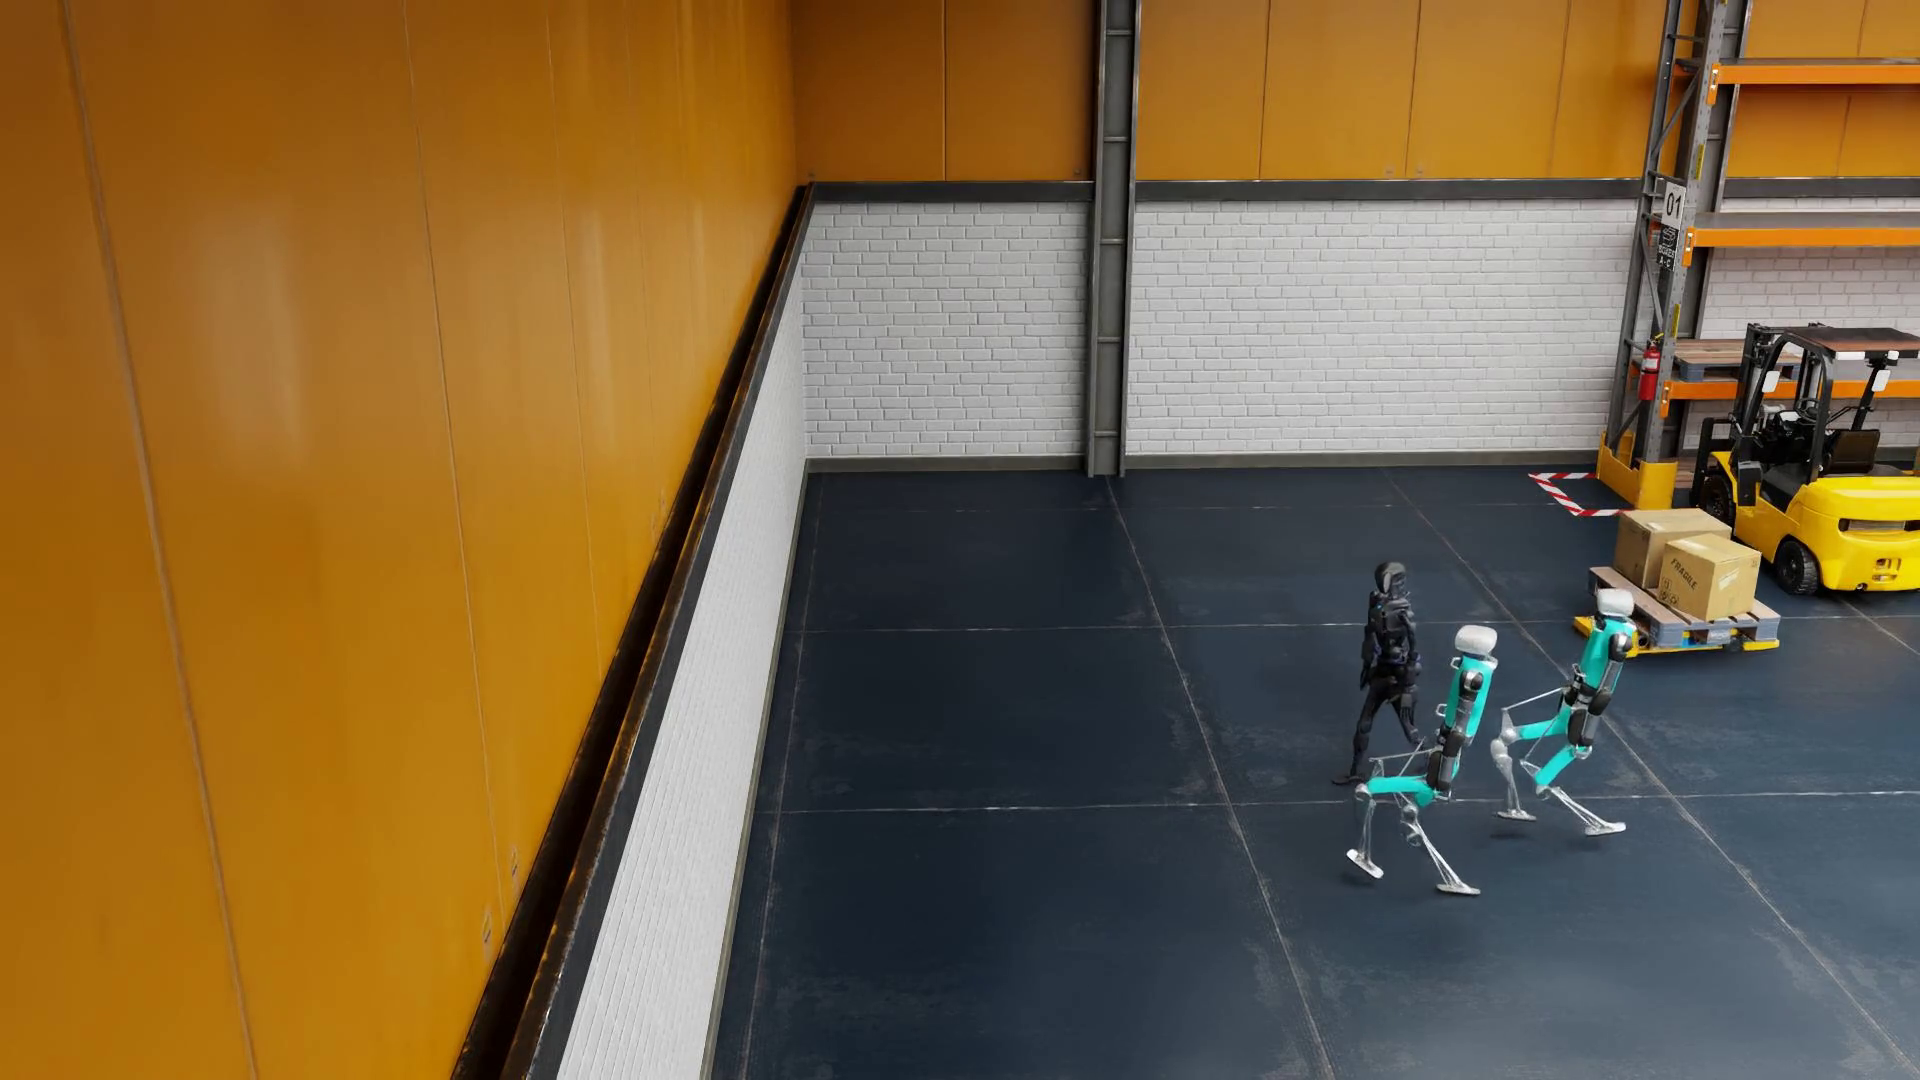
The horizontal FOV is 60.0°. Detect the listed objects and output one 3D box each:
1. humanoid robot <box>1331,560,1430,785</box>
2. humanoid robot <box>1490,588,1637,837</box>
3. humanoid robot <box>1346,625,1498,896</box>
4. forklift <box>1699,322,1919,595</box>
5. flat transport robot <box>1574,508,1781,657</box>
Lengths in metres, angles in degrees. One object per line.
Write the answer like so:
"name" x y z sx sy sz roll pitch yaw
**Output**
"humanoid robot" 2.952 0.902 11.176 0.796 1.642 0.598 -7 22 -19
"humanoid robot" 3.732 1.118 10.414 1.029 1.732 0.540 3 20 9
"humanoid robot" 2.695 1.309 9.952 0.999 1.768 0.559 8 22 21
"forklift" 7.809 -0.792 14.926 1.214 2.155 2.313 -1 20 -2
"flat transport robot" 5.855 0.716 13.611 1.431 0.231 0.659 -3 20 -7
